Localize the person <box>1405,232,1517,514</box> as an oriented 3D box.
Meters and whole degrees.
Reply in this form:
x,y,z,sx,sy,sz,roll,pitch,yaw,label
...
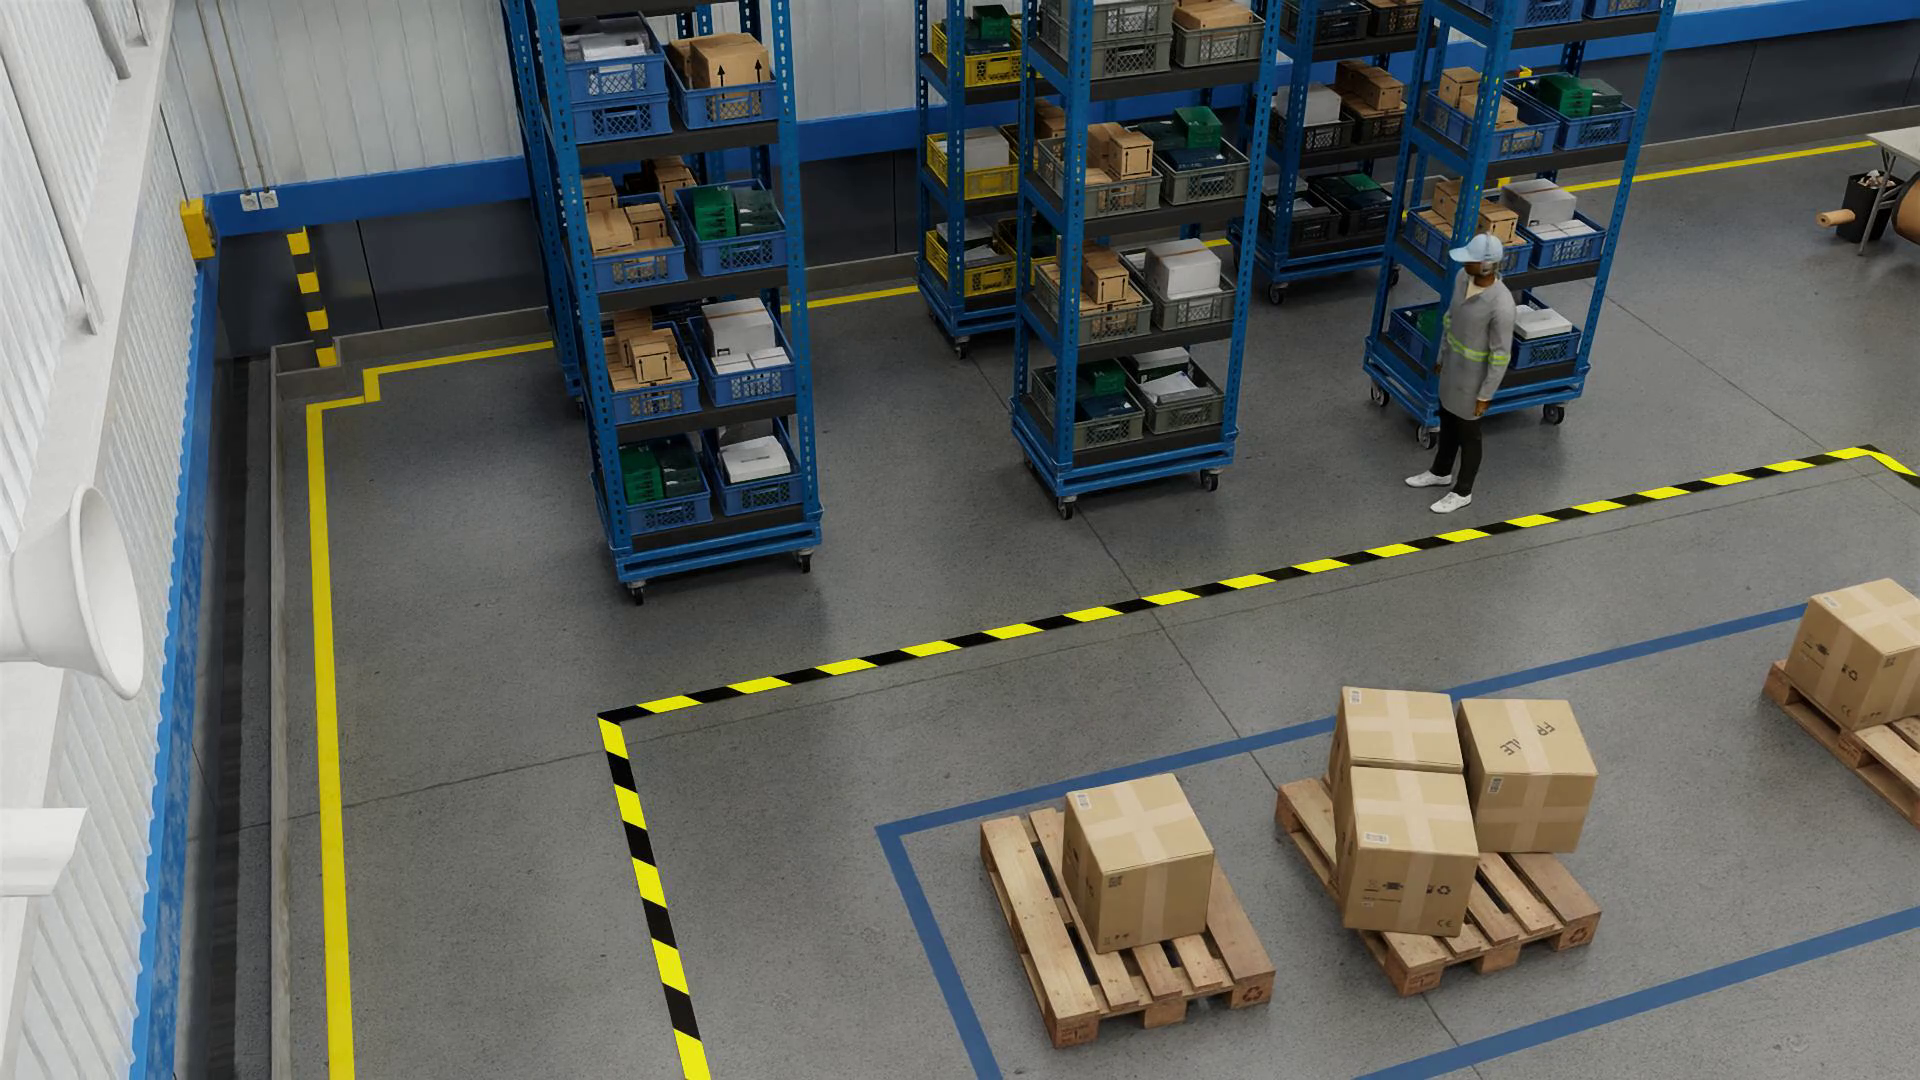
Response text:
x,y,z,sx,sy,sz,roll,pitch,yaw,label
3.058,-1.015,10.121,0.393,1.849,0.593,-9,36,-12,person
